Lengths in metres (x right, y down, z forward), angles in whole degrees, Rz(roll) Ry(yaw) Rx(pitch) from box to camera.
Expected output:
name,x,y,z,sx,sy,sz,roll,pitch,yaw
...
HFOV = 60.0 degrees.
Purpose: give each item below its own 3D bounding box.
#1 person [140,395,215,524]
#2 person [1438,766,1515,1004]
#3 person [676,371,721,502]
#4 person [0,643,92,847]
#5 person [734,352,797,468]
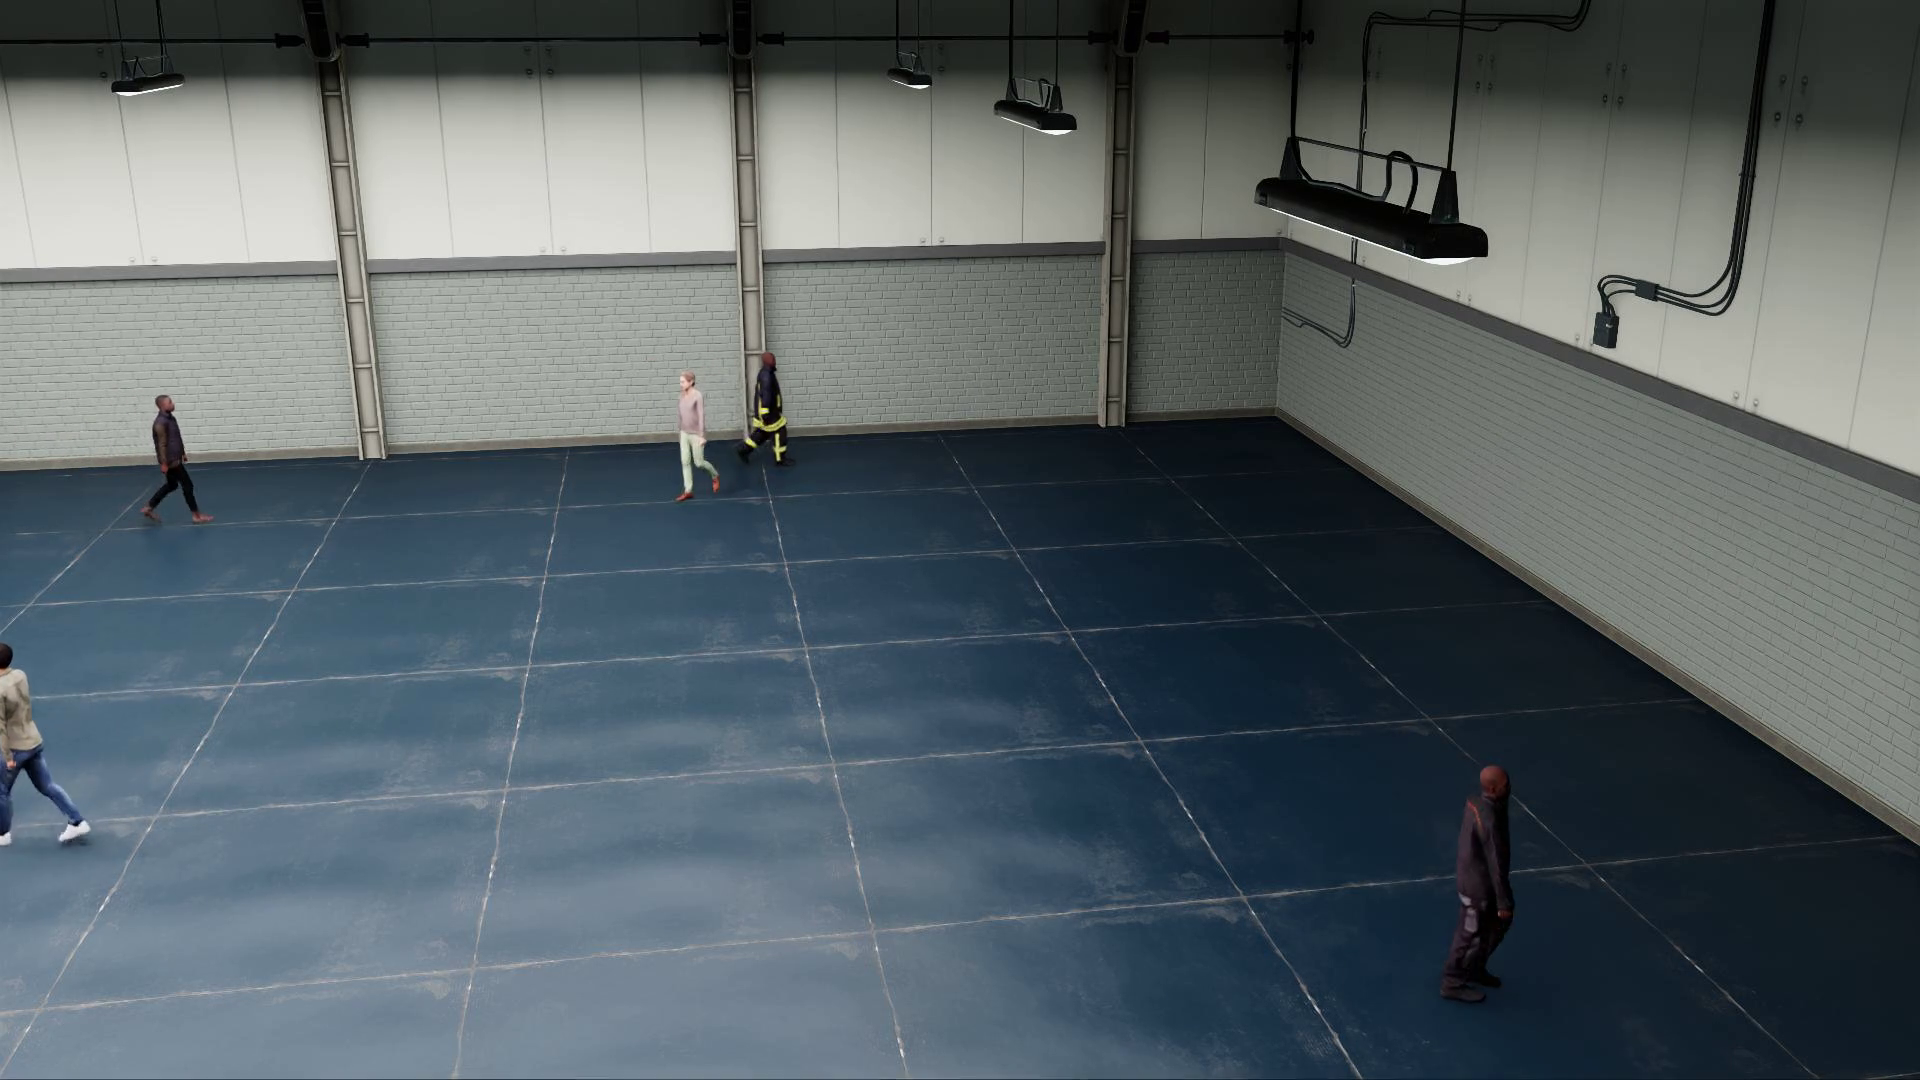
name,x,y,z,sx,sy,sz,roll,pitch,yaw
person,-10.765,-1.061,22.544,1.160,1.803,0.719,-4,18,-12
person,3.593,2.432,11.806,0.848,1.810,0.823,4,18,11
person,-3.767,-1.500,23.801,1.046,1.859,1.099,12,21,32
person,-7.780,1.728,13.918,1.248,1.840,0.907,1,18,5
person,-3.015,-1.976,25.368,1.158,1.794,0.753,-4,19,-13
